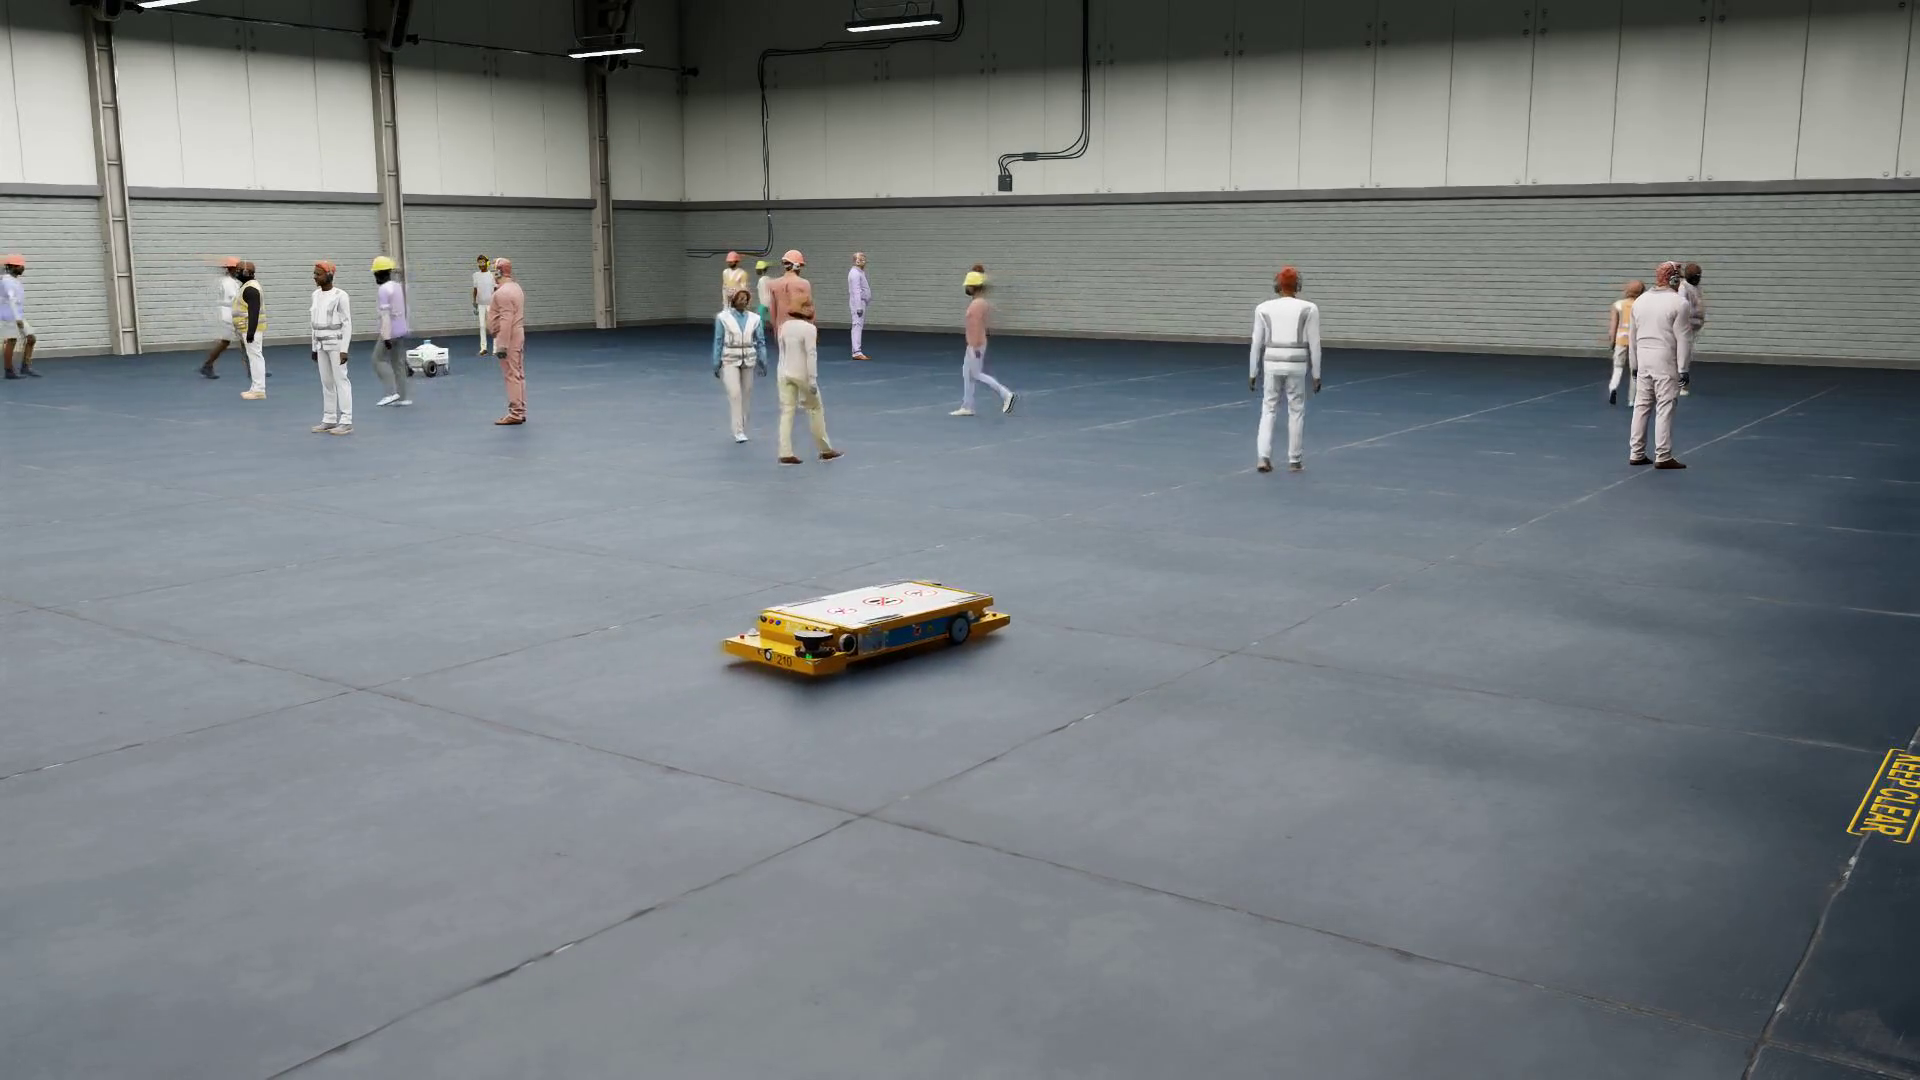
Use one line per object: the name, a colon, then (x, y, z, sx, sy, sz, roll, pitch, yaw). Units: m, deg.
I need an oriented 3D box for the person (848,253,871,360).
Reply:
person: (-1.786, -4.162, 29.677, 0.408, 1.908, 0.642, -1, 10, -5)

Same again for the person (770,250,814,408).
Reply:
person: (-2.104, -2.658, 21.030, 0.608, 1.986, 0.391, 5, 11, 26)

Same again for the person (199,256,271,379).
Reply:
person: (-11.227, -3.413, 25.551, 0.990, 1.900, 0.541, -2, 10, -10)

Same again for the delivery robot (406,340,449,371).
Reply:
delivery robot: (-8.346, -2.889, 26.069, 0.477, 0.478, 0.707, 3, 11, 18)

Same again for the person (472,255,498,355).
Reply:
person: (-8.822, -4.367, 30.961, 0.509, 1.863, 0.311, 1, 10, 5)

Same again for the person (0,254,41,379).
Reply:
person: (-14.437, -3.421, 25.512, 0.633, 1.909, 0.571, -1, 10, -7)

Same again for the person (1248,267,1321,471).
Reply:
person: (2.960, -1.528, 15.127, 0.665, 1.870, 0.574, 3, 11, 17)

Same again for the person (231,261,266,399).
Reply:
person: (-9.512, -2.807, 22.272, 0.429, 1.845, 0.621, -5, 11, -24)

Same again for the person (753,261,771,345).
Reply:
person: (-3.880, -4.827, 33.924, 0.848, 1.731, 0.539, 2, 10, 13)

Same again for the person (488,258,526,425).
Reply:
person: (-5.214, -2.275, 19.116, 0.399, 1.905, 0.642, 0, 10, -2)

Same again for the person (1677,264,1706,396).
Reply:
person: (9.918, -2.882, 22.831, 0.577, 1.804, 0.693, 9, 14, 42)

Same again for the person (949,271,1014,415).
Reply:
person: (0.262, -2.351, 19.996, 0.713, 1.746, 0.528, 0, 10, -2)

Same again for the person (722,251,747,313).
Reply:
person: (-4.432, -4.700, 32.638, 0.575, 1.921, 0.447, 6, 12, 29)

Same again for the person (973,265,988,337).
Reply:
person: (0.446, -5.281, 36.791, 0.310, 1.611, 0.637, 2, 10, 11)

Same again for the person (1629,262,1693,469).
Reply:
person: (6.509, -1.615, 15.413, 0.405, 1.906, 0.653, -5, 11, -25)

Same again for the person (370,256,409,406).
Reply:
person: (-7.310, -2.649, 21.214, 0.499, 1.910, 0.590, 1, 10, 4)

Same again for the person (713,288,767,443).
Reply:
person: (-2.254, -1.807, 17.301, 0.540, 1.604, 0.758, -5, 11, -28)

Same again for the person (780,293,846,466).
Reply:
person: (-1.419, -1.517, 15.678, 0.523, 1.600, 0.752, 9, 14, 43)

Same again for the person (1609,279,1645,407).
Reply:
person: (8.461, -2.472, 21.006, 0.527, 1.630, 0.461, 7, 12, 34)

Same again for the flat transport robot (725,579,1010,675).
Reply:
flat transport robot: (-0.450, 0.423, 8.578, 0.652, 0.197, 1.431, 9, 14, 42)

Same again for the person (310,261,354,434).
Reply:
person: (-6.879, -2.095, 18.166, 0.573, 1.883, 0.354, 6, 12, 32)
